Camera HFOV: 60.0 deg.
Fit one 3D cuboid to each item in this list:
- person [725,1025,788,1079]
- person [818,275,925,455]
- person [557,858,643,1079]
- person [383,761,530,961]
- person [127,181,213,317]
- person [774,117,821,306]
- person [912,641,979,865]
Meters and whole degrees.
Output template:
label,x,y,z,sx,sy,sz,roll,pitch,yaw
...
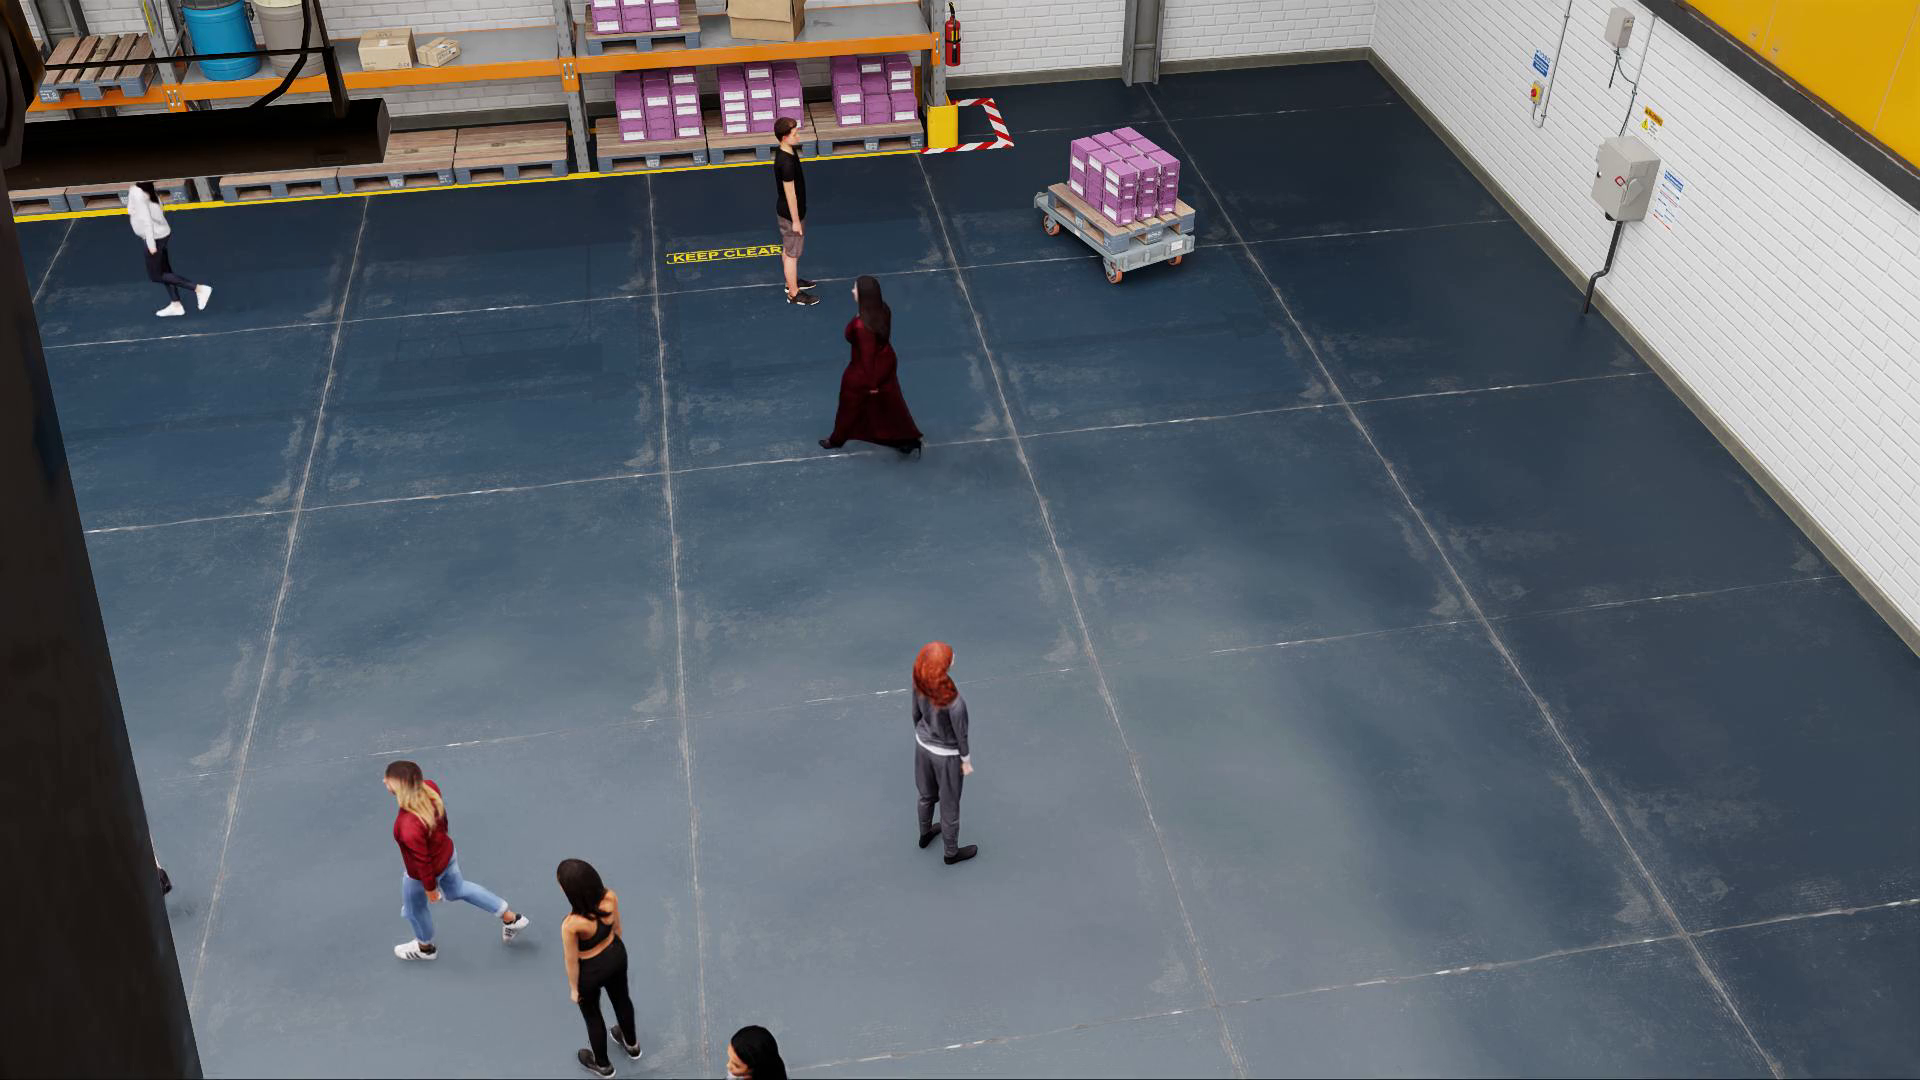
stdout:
label,x,y,z,sx,sy,sz,roll,pitch,yaw
person,-0.948,2.963,8.213,0.633,1.733,0.662,-18,42,-21
person,-0.625,-1.371,13.666,1.240,1.702,1.012,11,40,14
person,-1.951,2.331,9.080,0.693,1.639,0.623,26,46,29
person,-2.990,1.883,9.667,1.103,1.608,0.785,3,39,4
person,-7.425,-2.841,15.513,0.820,1.693,0.685,-11,40,-14
person,-1.601,-3.132,15.742,0.570,1.862,0.683,-5,39,-6
person,-0.121,1.305,10.253,0.657,1.779,0.680,32,48,33
